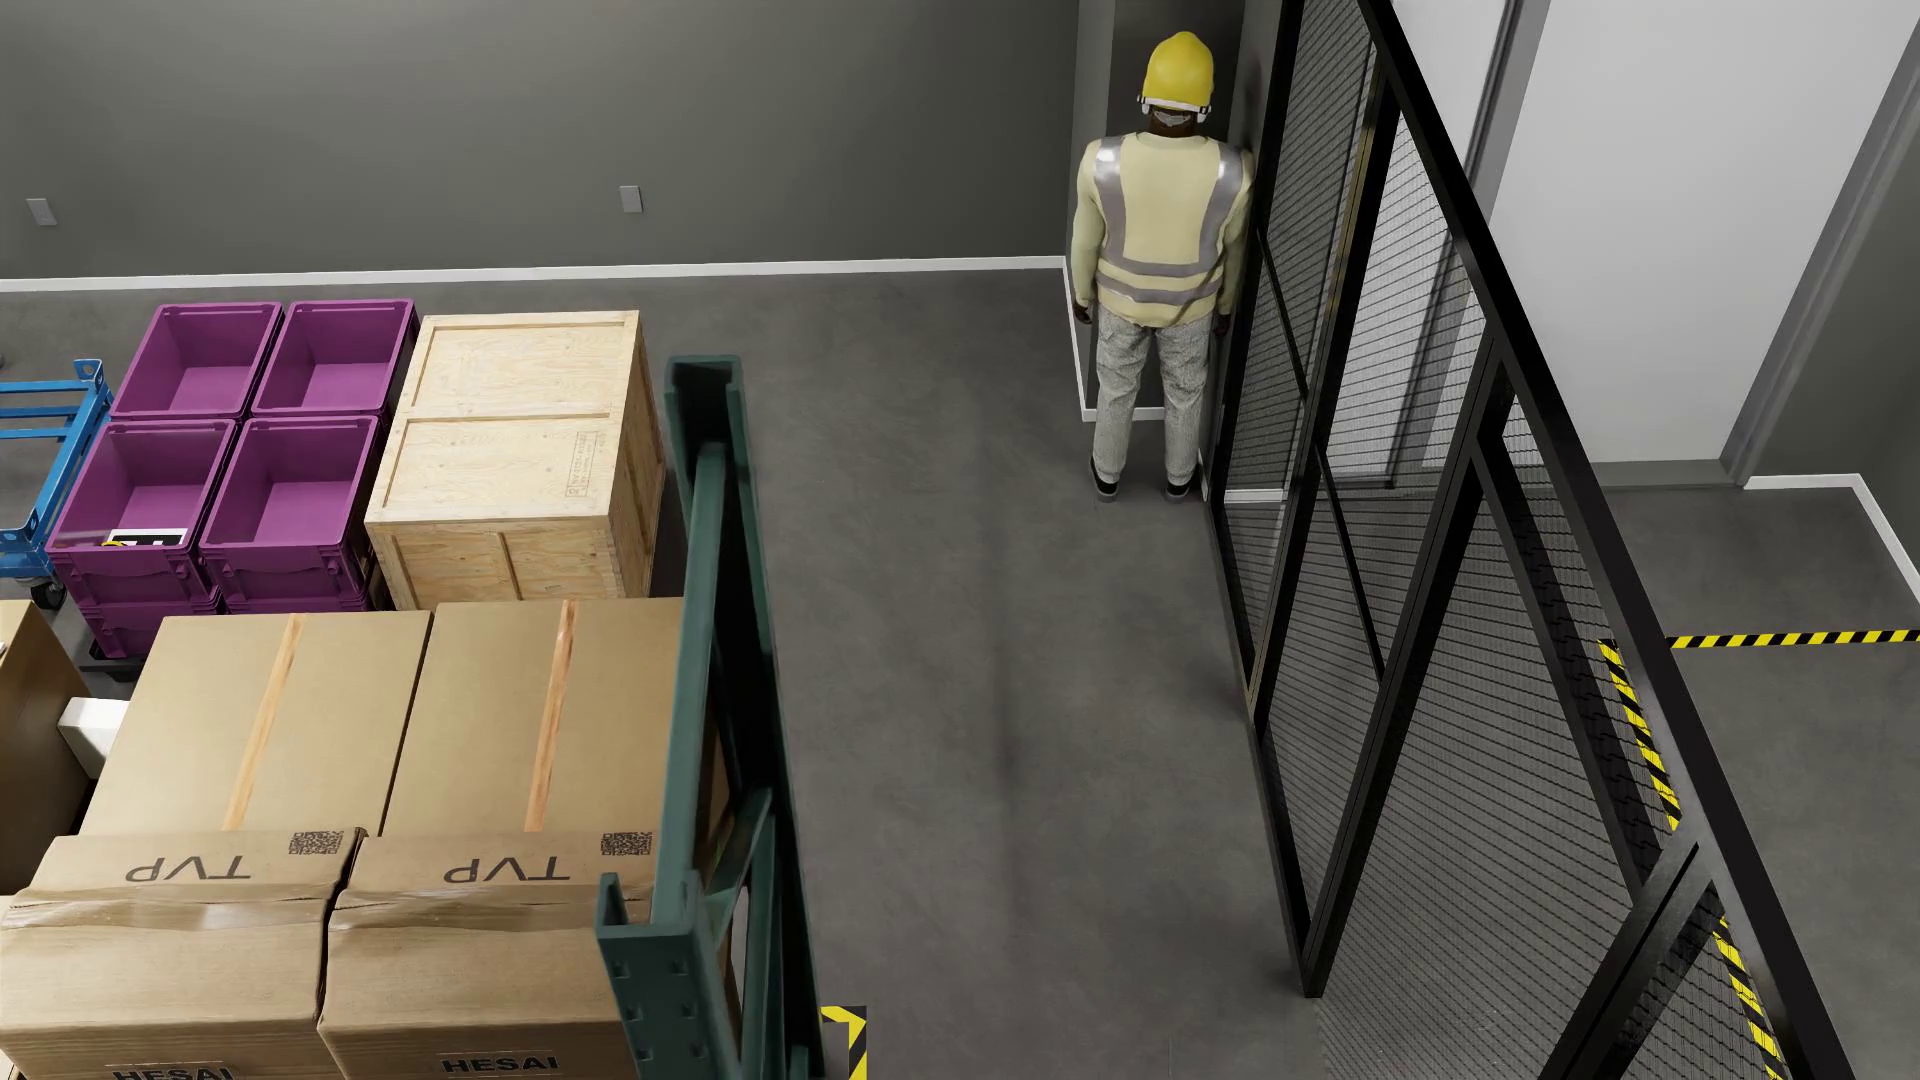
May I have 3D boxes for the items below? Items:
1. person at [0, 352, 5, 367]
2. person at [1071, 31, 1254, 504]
[{"bbox_3d":[-4.035,-1.278,5.977,0.378,1.940,0.628,-2,46,-2],"label":"person"},{"bbox_3d":[0.668,-0.862,5.651,0.592,1.833,0.404,5,47,5],"label":"person"}]
